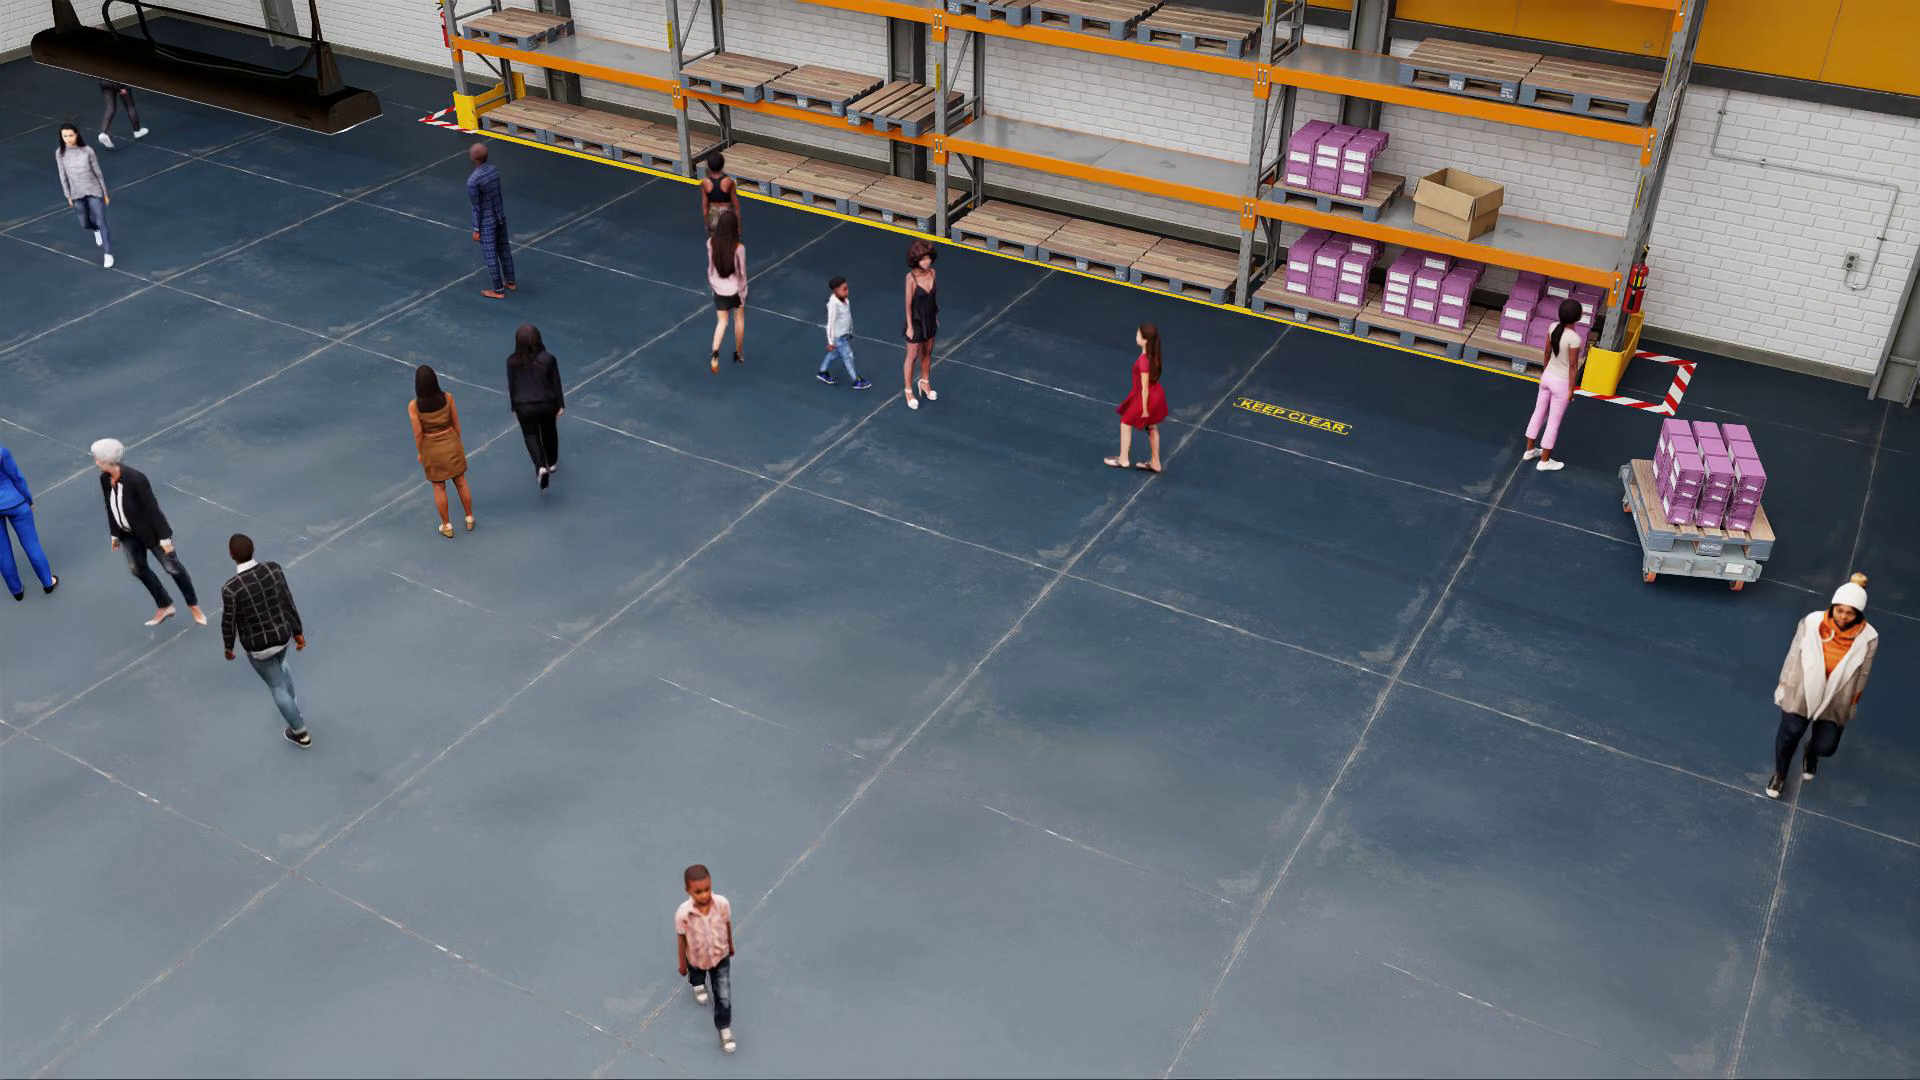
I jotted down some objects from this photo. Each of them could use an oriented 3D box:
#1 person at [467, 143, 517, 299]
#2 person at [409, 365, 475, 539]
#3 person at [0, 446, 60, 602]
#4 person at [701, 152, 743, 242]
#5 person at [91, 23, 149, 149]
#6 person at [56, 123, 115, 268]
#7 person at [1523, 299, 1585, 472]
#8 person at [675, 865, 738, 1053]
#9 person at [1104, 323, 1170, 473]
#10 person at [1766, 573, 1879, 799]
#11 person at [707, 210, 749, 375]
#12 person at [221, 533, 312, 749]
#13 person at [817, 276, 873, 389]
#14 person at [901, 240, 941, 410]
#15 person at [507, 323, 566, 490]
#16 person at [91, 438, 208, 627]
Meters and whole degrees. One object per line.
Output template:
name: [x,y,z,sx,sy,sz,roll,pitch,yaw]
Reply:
person: [-5.351,-3.655,18.951,0.632,1.820,0.682,13,36,19]
person: [-4.604,-0.792,14.761,0.636,1.690,0.642,-20,39,-28]
person: [-8.029,-0.257,13.947,0.702,1.699,0.738,-12,35,-17]
person: [-2.726,-3.611,18.996,0.620,1.697,0.731,2,34,3]
person: [-11.787,-6.255,23.014,1.116,1.653,0.864,9,35,13]
person: [-10.365,-4.144,19.778,0.953,1.719,1.017,-9,35,-13]
person: [5.649,-1.486,15.758,0.711,1.742,0.631,-12,36,-18]
person: [-1.569,2.477,10.203,0.840,1.292,0.938,-11,35,-16]
person: [1.823,-1.320,15.697,0.766,1.533,0.549,17,37,24]
person: [6.158,1.018,11.869,0.691,1.877,0.747,17,37,24]
person: [-2.440,-2.498,17.243,1.019,1.784,0.855,9,35,13]
person: [-5.062,0.787,12.289,0.883,1.797,0.711,21,39,28]
person: [-1.302,-2.152,17.221,0.889,1.232,0.606,12,35,17]
person: [-0.395,-2.189,16.774,0.626,1.788,0.619,-28,43,-35]
person: [-3.940,-1.222,15.491,0.982,1.599,1.066,-10,35,-15]
person: [-6.556,-0.022,13.371,0.713,1.746,0.820,7,34,10]
